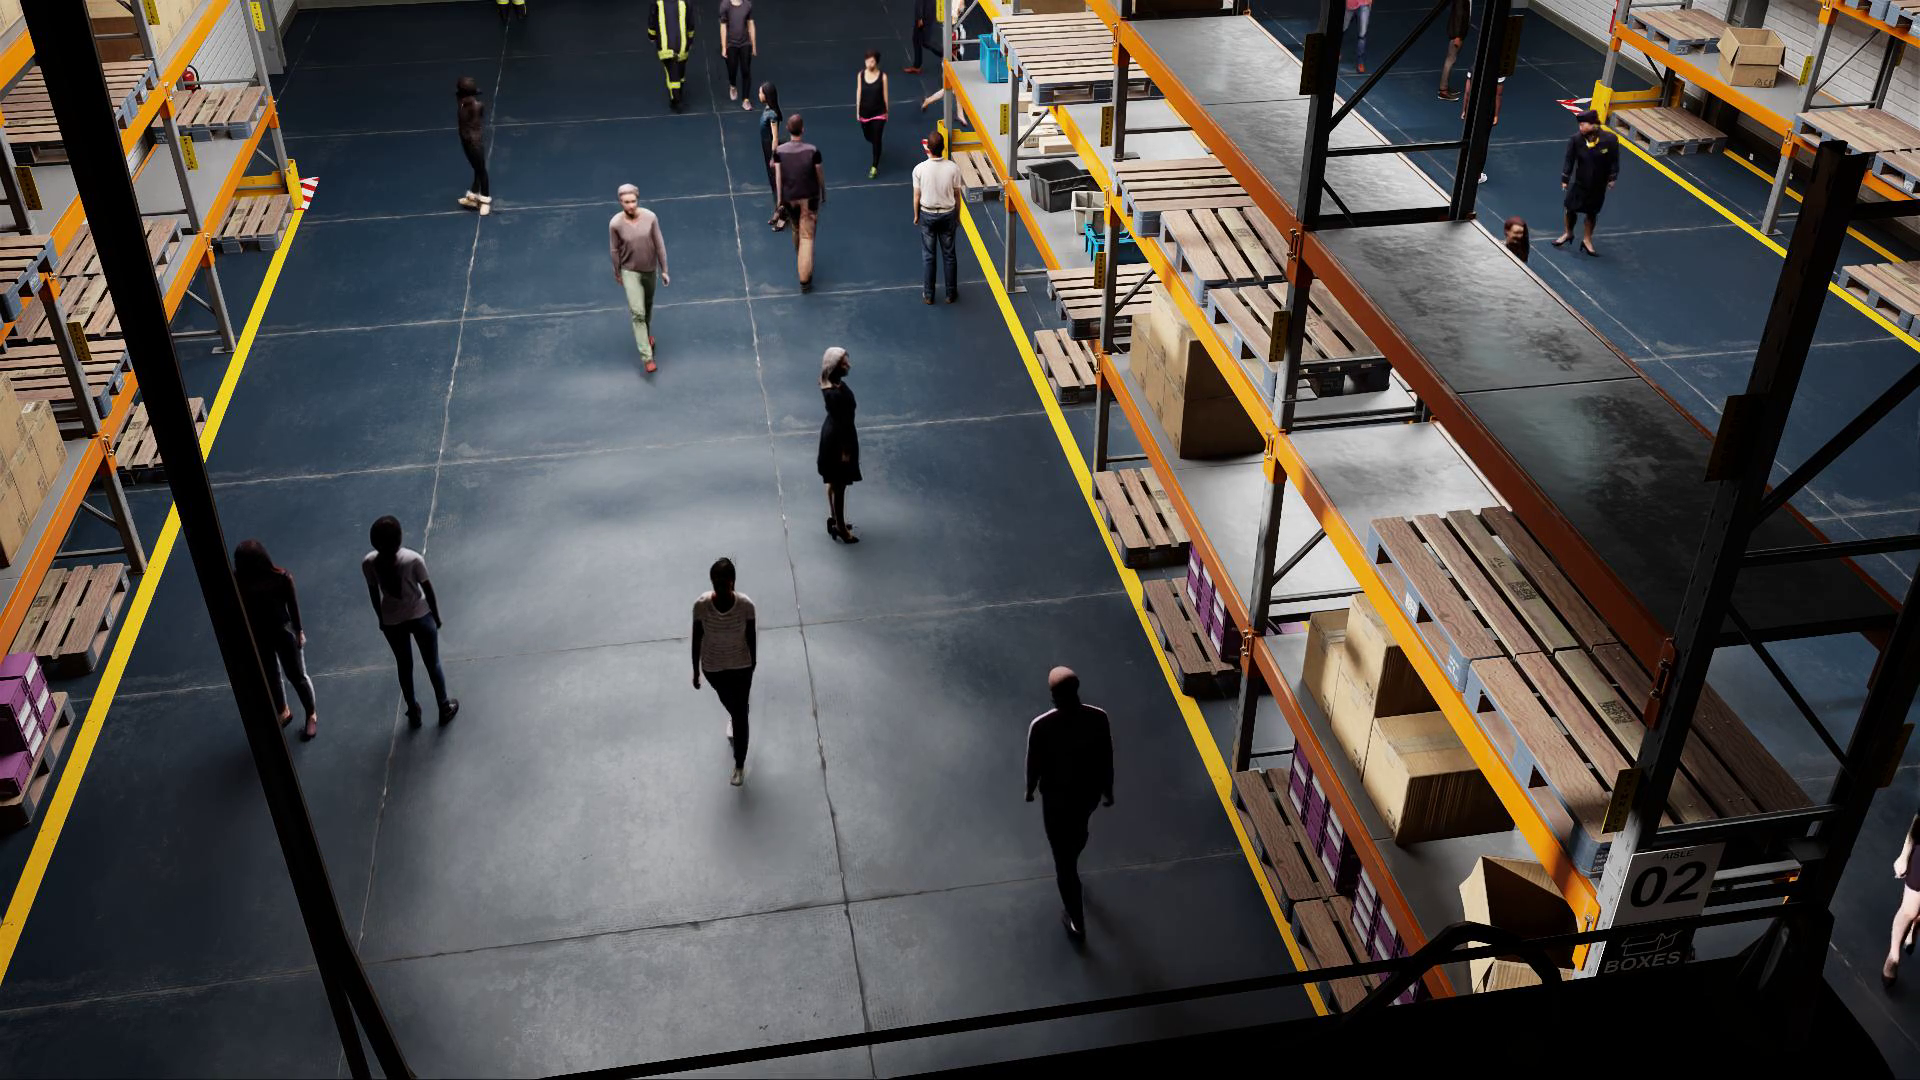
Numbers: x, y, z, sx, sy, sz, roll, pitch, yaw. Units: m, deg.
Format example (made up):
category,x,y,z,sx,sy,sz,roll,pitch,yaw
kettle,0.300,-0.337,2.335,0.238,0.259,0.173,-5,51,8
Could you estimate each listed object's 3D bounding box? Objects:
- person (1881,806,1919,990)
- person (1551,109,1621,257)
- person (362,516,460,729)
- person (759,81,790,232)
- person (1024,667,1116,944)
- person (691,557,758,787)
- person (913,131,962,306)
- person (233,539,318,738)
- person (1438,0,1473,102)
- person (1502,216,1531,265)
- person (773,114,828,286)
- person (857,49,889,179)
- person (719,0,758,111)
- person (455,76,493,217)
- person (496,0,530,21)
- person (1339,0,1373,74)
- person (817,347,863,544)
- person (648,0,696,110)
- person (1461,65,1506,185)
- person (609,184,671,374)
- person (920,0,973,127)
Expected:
category,x,y,z,sx,sy,sz,roll,pitch,yaw
person,5.675,1.828,9.622,0.771,1.818,0.837,14,36,20
person,7.065,-3.965,18.496,0.838,1.642,0.850,6,34,8
person,-3.854,0.564,11.613,0.587,1.719,0.530,-4,34,-6
person,-2.142,-4.405,19.073,0.637,1.736,0.441,-8,34,-12
person,0.703,1.628,9.955,0.781,1.783,1.102,-9,35,-13
person,-1.597,0.803,11.364,0.753,1.597,1.114,2,34,3
person,-0.235,-3.365,17.400,0.676,1.856,0.594,-2,34,-3
person,-4.784,0.674,11.552,0.606,1.605,0.552,-1,34,-1
person,6.853,-7.005,22.928,0.803,1.799,0.682,12,35,17
person,5.081,-2.247,15.791,0.650,1.776,1.004,-9,35,-13
person,-1.712,-3.606,17.825,0.995,1.789,1.321,6,34,9
person,-1.061,-5.343,20.672,0.802,1.530,1.052,8,34,11
person,-3.033,-6.738,22.573,0.708,1.748,0.823,-11,35,-16
person,-5.736,-4.709,19.616,0.733,1.642,0.825,13,36,18
person,-7.159,-9.200,26.066,0.785,1.981,0.662,-2,34,-3
person,5.686,-7.741,24.052,0.820,1.782,1.271,-1,34,-2
person,-0.984,-0.784,13.617,0.659,1.746,0.503,-7,34,-11
person,-3.880,-6.734,22.516,0.884,1.805,1.201,-13,36,-18
person,6.351,-5.214,20.298,0.716,1.728,0.763,17,37,24
person,-3.153,-2.632,16.344,0.879,1.805,1.352,-14,36,-20
person,-0.164,-6.298,21.929,0.895,1.728,0.974,10,35,14
